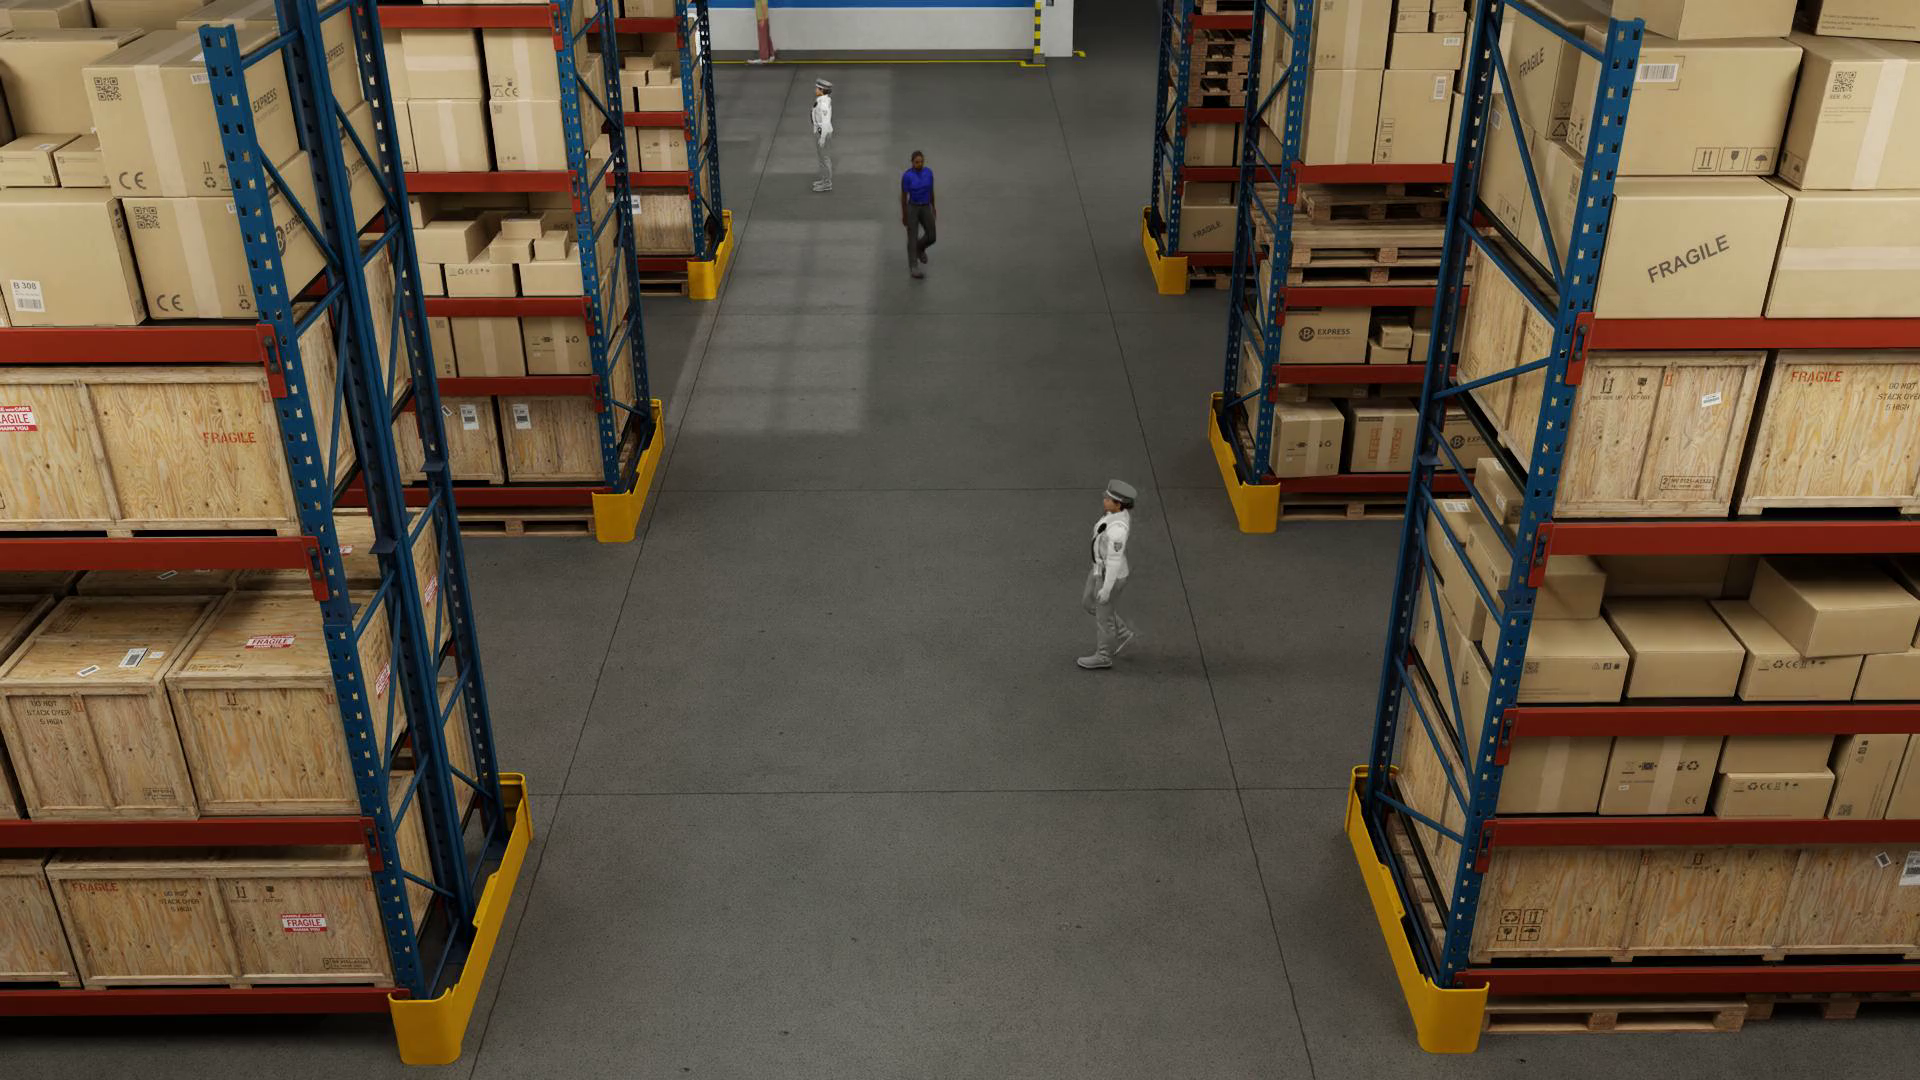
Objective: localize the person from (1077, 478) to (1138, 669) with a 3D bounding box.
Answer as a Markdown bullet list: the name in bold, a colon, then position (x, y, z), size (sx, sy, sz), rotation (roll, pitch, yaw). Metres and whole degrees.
- **person**: position (1.208, 0.290, 13.433), size (0.463, 1.693, 0.505), rotation (1, 28, 3)

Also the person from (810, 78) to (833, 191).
- **person**: position (-2.120, -6.251, 25.615), size (0.355, 1.690, 0.472), rotation (-1, 28, -1)

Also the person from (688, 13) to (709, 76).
- **person**: position (-4.761, -8.492, 29.703), size (0.562, 1.771, 0.393), rotation (10, 30, 18)

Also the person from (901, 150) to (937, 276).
- **person**: position (-0.557, -4.386, 22.139), size (0.505, 1.664, 0.511), rotation (-10, 30, -18)

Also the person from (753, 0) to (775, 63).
- **person**: position (-3.989, -10.458, 33.486), size (0.437, 1.703, 0.450), rotation (-2, 28, -3)
